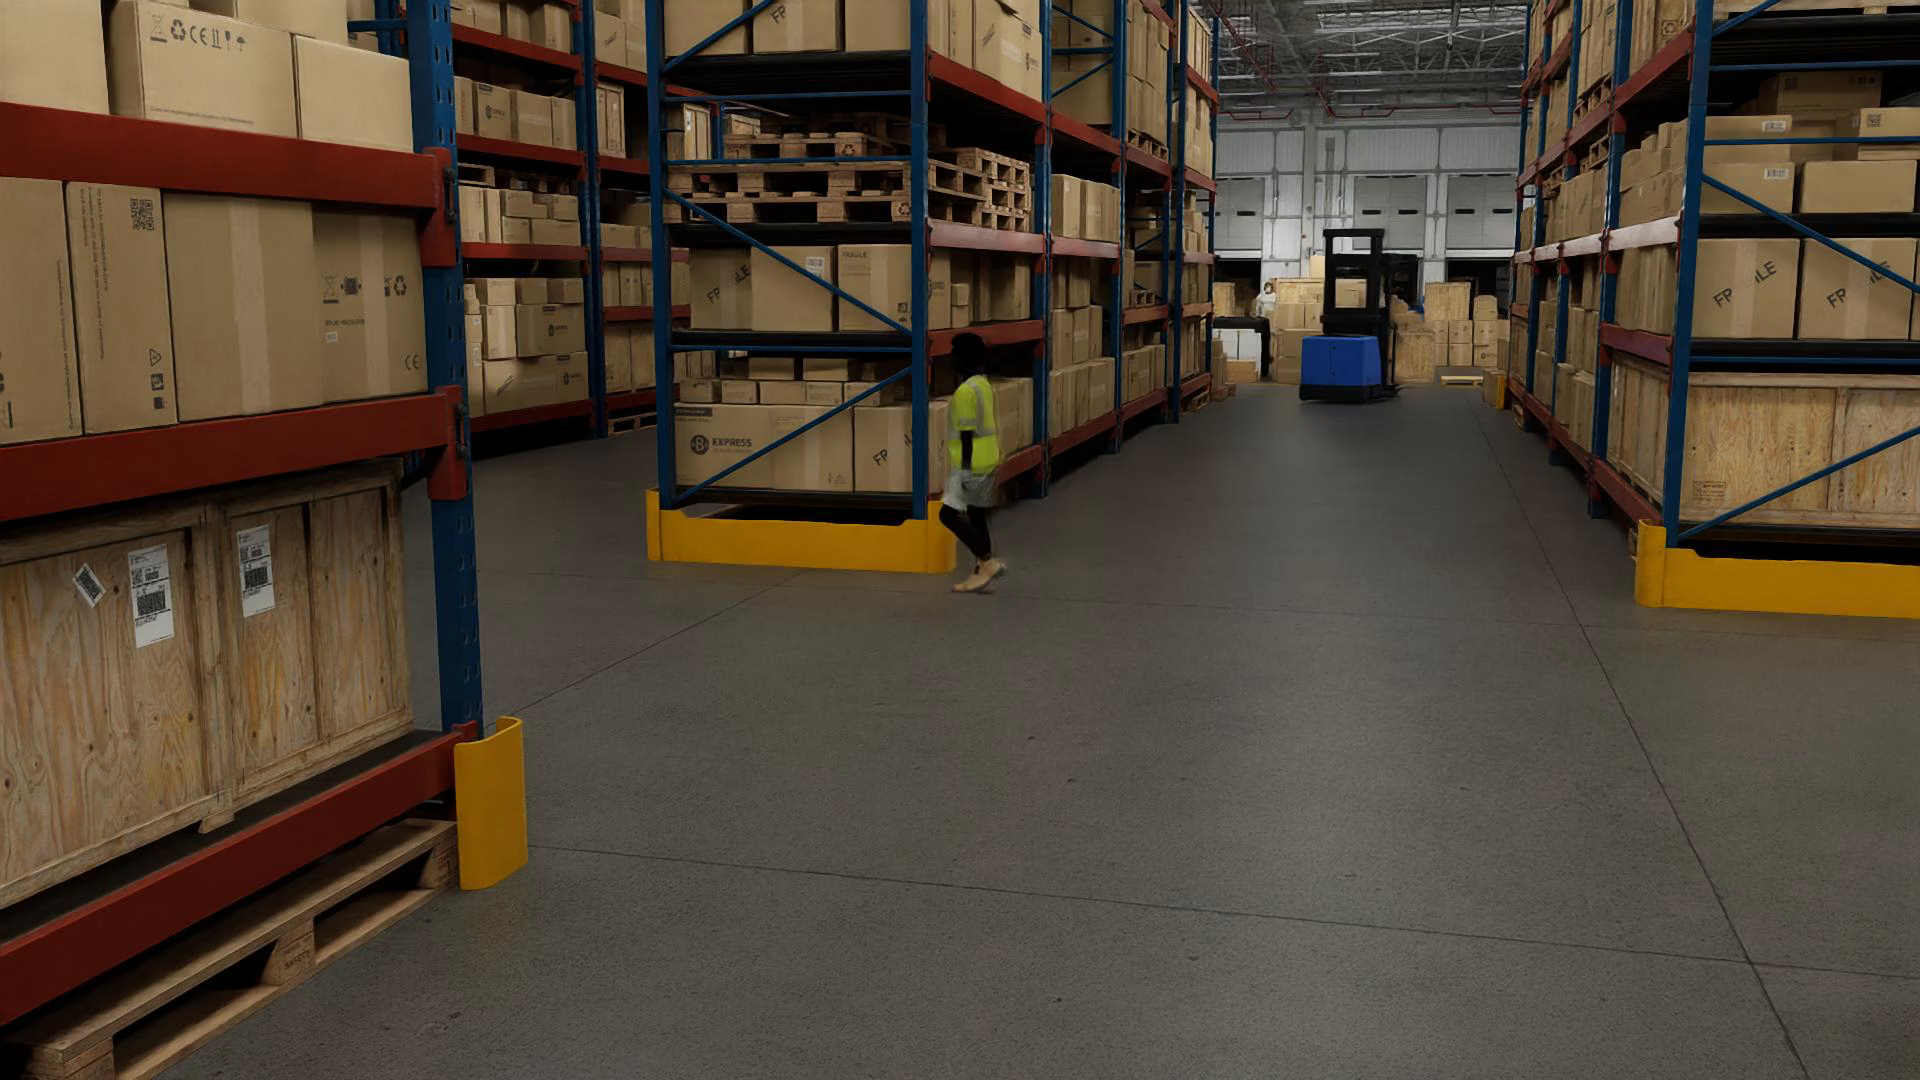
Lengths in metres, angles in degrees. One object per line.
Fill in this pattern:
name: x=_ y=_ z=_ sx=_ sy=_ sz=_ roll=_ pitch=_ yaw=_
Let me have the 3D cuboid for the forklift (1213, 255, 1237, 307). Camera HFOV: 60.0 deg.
forklift: x=8.572 y=-8.457 z=57.503 sx=1.873 sy=2.768 sz=1.129 roll=-4 pitch=10 yaw=-26

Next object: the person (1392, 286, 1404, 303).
person: x=9.677 y=-4.698 z=36.910 sx=0.429 sy=1.842 sz=0.635 roll=-1 pitch=9 yaw=-7

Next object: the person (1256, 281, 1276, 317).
person: x=7.919 y=-5.664 z=42.742 sx=0.629 sy=1.940 sz=0.376 roll=3 pitch=9 yaw=16

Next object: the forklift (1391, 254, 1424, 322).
forklift: x=14.644 y=-8.103 z=55.253 sx=1.129 sy=2.768 sz=1.873 roll=-2 pitch=9 yaw=-11

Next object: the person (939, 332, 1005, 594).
person: x=0.062 y=-0.470 z=10.542 sx=0.356 sy=1.688 sz=0.535 roll=3 pitch=9 yaw=17

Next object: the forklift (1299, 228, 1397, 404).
forklift: x=6.367 y=-3.677 z=27.134 sx=1.129 sy=2.768 sz=1.873 roll=5 pitch=10 yaw=30

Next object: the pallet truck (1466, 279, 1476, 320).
pallet truck: x=18.896 y=-8.459 z=60.307 sx=1.885 sy=1.965 sz=0.823 roll=5 pitch=10 yaw=31
